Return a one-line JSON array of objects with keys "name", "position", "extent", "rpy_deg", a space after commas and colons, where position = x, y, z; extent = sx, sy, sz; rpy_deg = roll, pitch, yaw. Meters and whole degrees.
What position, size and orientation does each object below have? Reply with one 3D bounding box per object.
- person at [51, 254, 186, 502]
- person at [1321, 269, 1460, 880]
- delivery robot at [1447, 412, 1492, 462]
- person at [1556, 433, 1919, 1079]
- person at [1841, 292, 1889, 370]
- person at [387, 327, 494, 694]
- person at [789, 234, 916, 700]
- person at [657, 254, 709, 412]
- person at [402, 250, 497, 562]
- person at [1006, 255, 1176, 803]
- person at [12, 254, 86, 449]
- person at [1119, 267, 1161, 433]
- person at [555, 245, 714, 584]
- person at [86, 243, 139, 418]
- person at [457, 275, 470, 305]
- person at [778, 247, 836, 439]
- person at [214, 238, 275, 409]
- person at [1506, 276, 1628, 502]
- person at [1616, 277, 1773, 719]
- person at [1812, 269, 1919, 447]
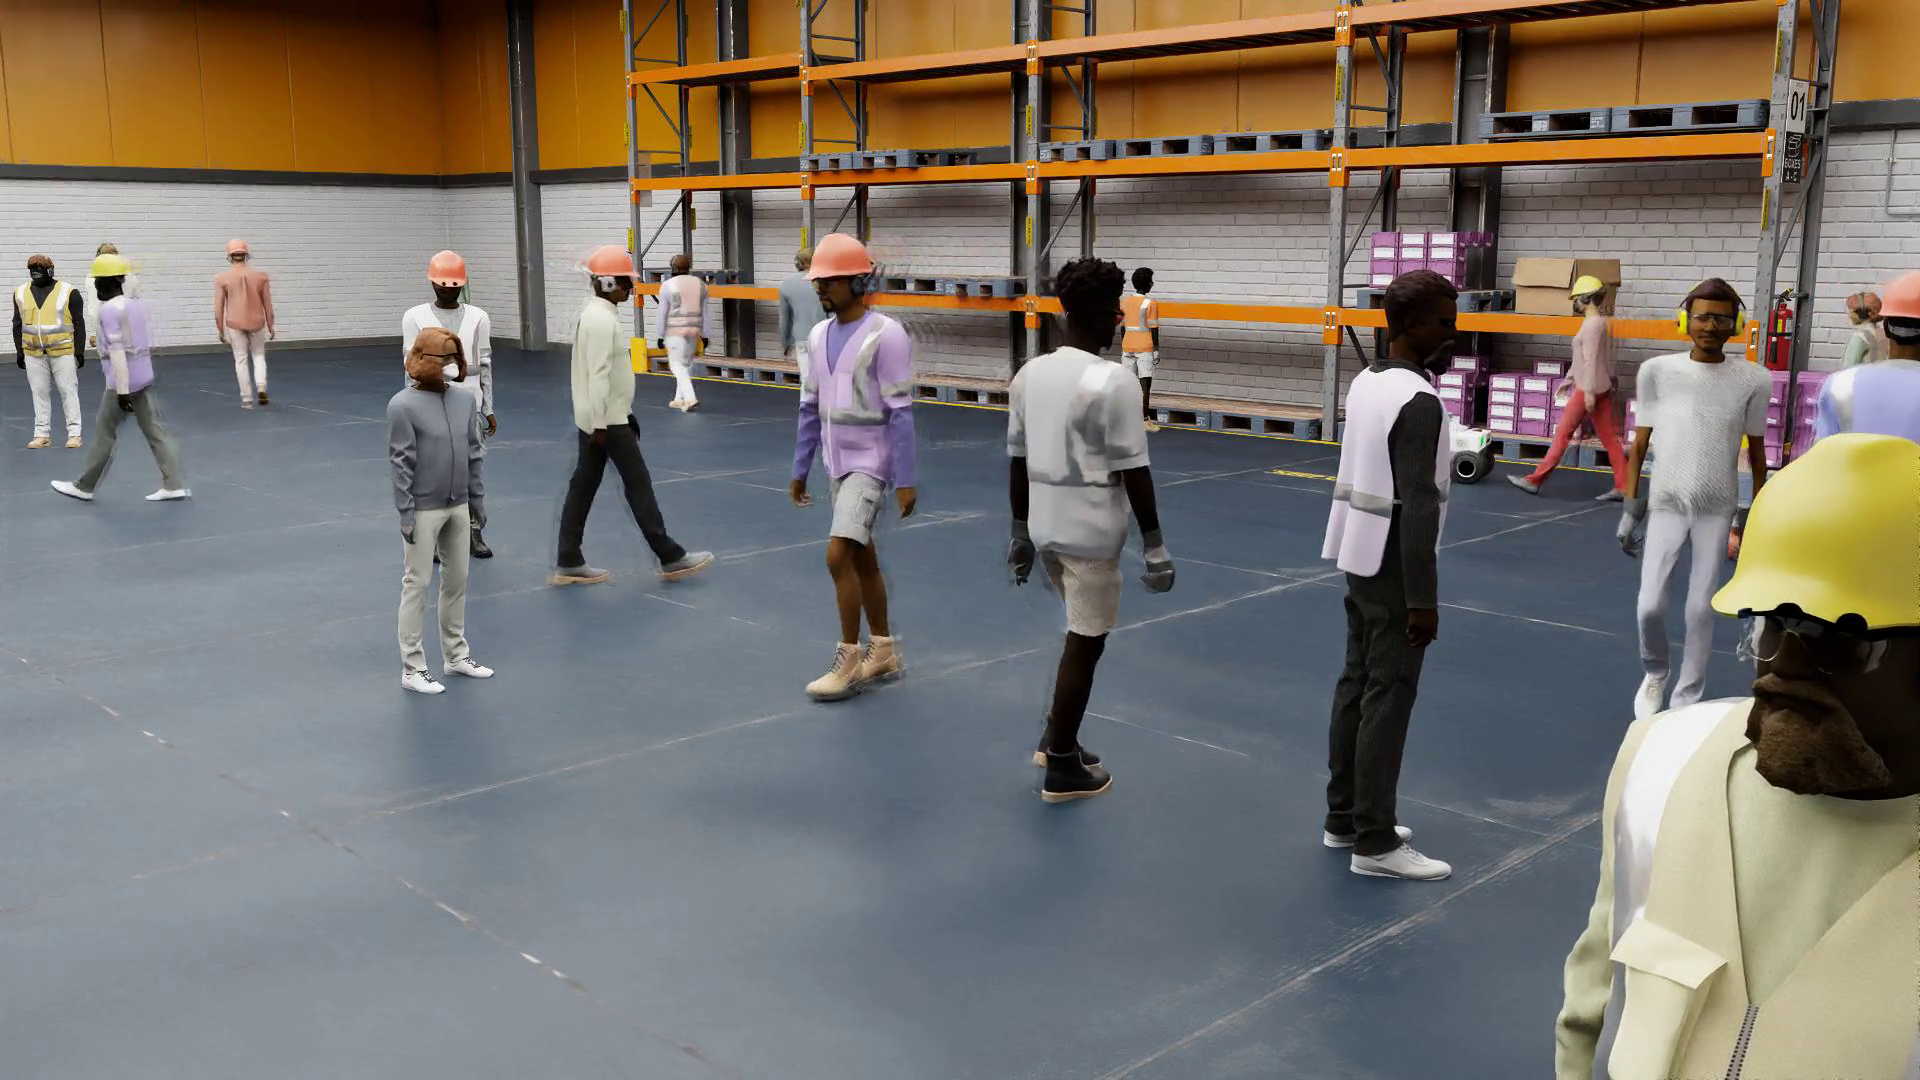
[{"name": "person", "position": [-6.393, -1.210, 12.589], "extent": [0.994, 1.869, 0.608], "rpy_deg": [0, 10, -1]}, {"name": "person", "position": [1.360, 0.108, 5.294], "extent": [0.379, 1.916, 0.591], "rpy_deg": [-1, 10, -4]}, {"name": "delivery robot", "position": [4.022, -0.817, 13.800], "extent": [0.707, 0.478, 0.477], "rpy_deg": [6, 12, 27]}, {"name": "person", "position": [0.879, 0.798, 1.755], "extent": [0.404, 1.835, 0.590], "rpy_deg": [-8, 13, -36]}, {"name": "person", "position": [6.404, -0.952, 11.859], "extent": [0.357, 1.624, 0.524], "rpy_deg": [10, 14, 43]}, {"name": "person", "position": [-2.321, -0.135, 7.425], "extent": [0.288, 1.626, 0.498], "rpy_deg": [6, 12, 28]}, {"name": "person", "position": [-0.542, -0.311, 7.279], "extent": [0.744, 2.017, 0.649], "rpy_deg": [-8, 13, -39]}, {"name": "person", "position": [-3.202, -2.389, 19.205], "extent": [0.642, 1.814, 0.844], "rpy_deg": [-9, 14, -41]}, {"name": "person", "position": [-3.159, -0.825, 10.354], "extent": [0.543, 1.928, 0.372], "rpy_deg": [-6, 12, -30]}, {"name": "person", "position": [0.478, -0.026, 5.928], "extent": [0.505, 1.946, 0.617], "rpy_deg": [-6, 12, -29]}, {"name": "person", "position": [-8.660, -1.784, 15.818], "extent": [0.633, 1.841, 0.429], "rpy_deg": [-2, 10, -8]}, {"name": "person", "position": [1.857, -1.947, 17.099], "extent": [0.316, 1.695, 0.542], "rpy_deg": [-8, 13, -37]}, {"name": "person", "position": [-1.931, -0.712, 9.641], "extent": [0.977, 1.947, 0.632], "rpy_deg": [-3, 11, -18]}, {"name": "person", "position": [-9.405, -2.326, 18.505], "extent": [0.364, 1.939, 0.636], "rpy_deg": [5, 11, 24]}, {"name": "person", "position": [-8.829, -4.117, 29.104], "extent": [0.498, 1.633, 0.283], "rpy_deg": [-5, 11, -25]}, {"name": "person", "position": [-1.489, -1.956, 16.595], "extent": [0.659, 1.897, 0.731], "rpy_deg": [1, 10, 6]}, {"name": "person", "position": [-8.349, -2.513, 19.405], "extent": [0.643, 1.981, 0.430], "rpy_deg": [-7, 12, -33]}, {"name": "person", "position": [4.740, -1.148, 12.712], "extent": [0.928, 1.707, 0.517], "rpy_deg": [6, 12, 31]}, {"name": "person", "position": [2.899, -0.097, 6.590], "extent": [0.543, 1.851, 0.412], "rpy_deg": [4, 11, 21]}, {"name": "person", "position": [3.274, 0.000, 5.916], "extent": [0.547, 1.910, 0.859], "rpy_deg": [9, 14, 42]}]
